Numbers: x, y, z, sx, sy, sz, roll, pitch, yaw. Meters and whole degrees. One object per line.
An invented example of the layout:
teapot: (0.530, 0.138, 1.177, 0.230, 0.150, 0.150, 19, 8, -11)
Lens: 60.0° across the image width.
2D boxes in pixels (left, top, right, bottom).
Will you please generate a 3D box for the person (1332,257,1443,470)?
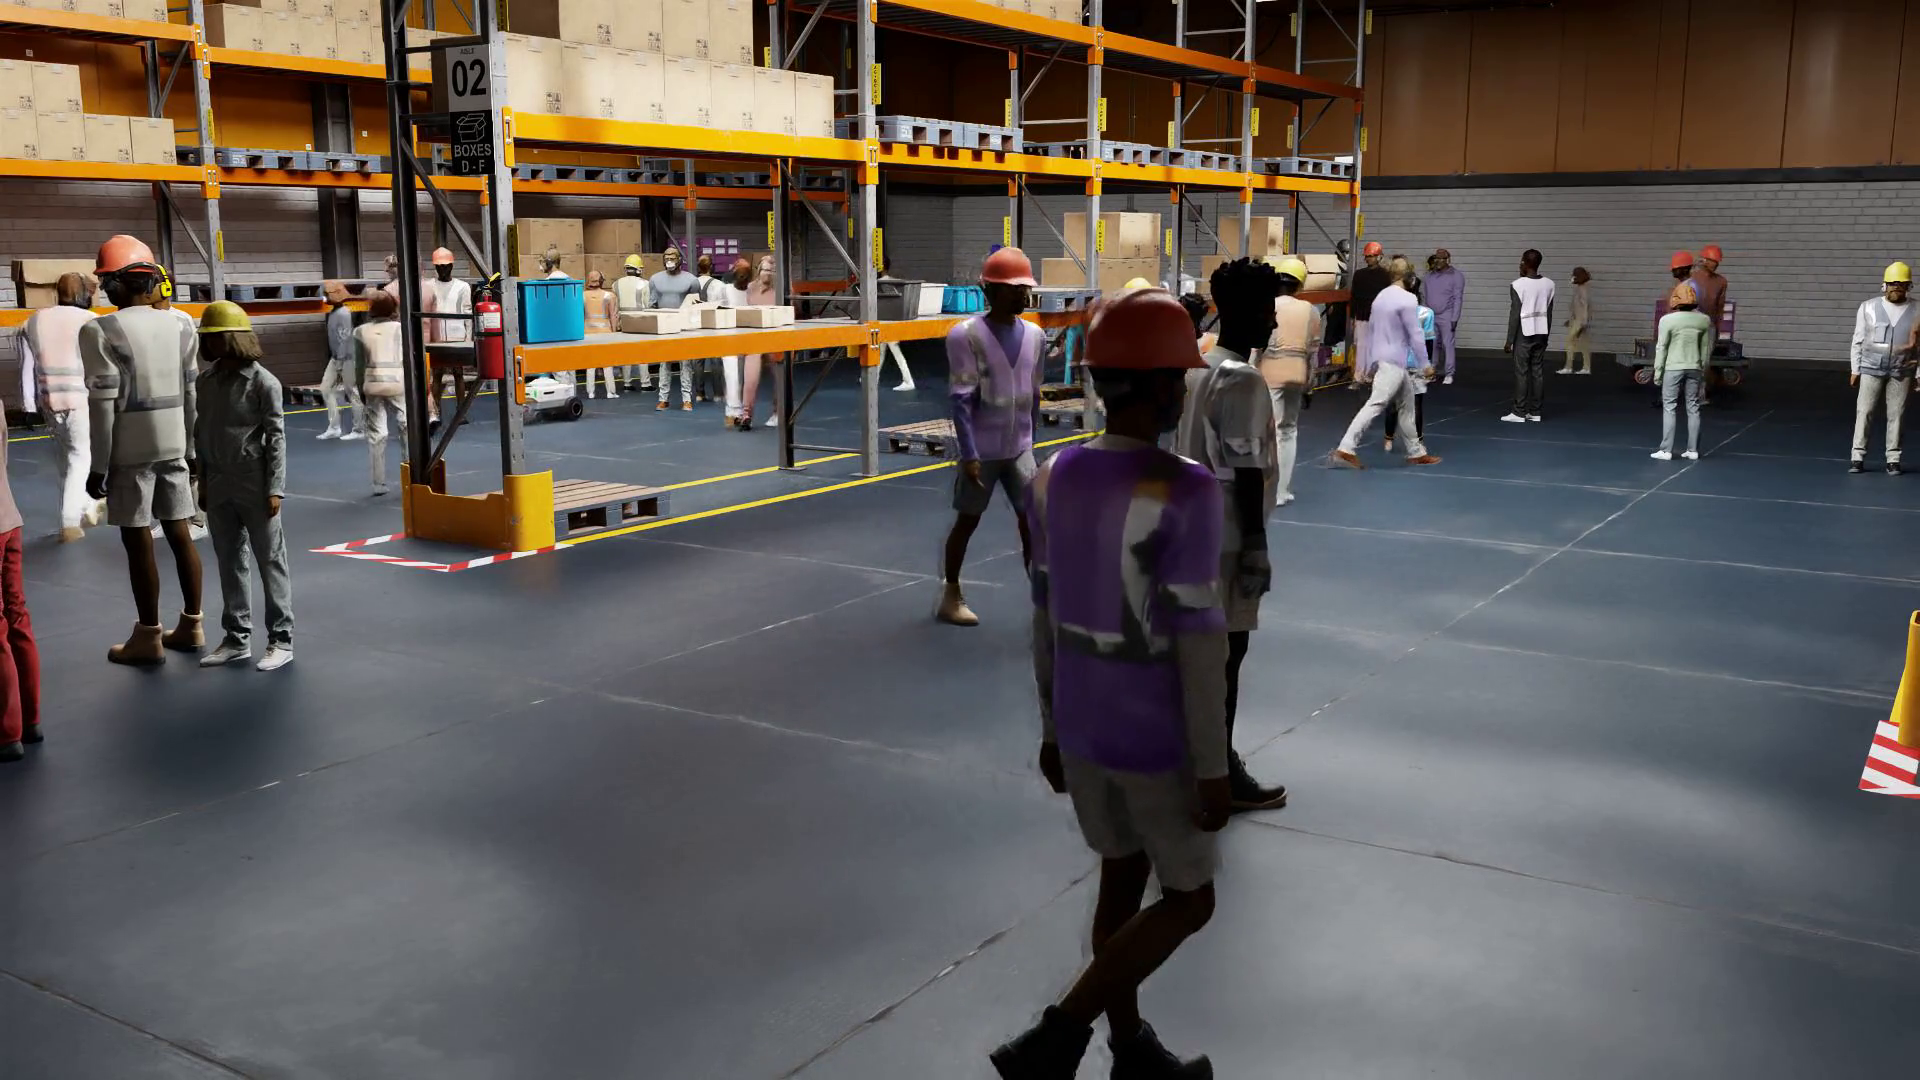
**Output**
person: (3.783, -1.554, 14.706, 1.050, 1.891, 0.637, -1, 10, -6)

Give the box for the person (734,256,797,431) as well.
person: (-2.083, -2.089, 17.743, 0.663, 1.845, 1.011, 3, 11, 17)

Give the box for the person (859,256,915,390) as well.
person: (-1.013, -2.935, 22.558, 1.011, 1.806, 0.541, 7, 13, 35)

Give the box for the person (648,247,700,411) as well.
person: (-3.384, -2.492, 19.719, 0.627, 1.941, 0.370, 0, 10, 2)

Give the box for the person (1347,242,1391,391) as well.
person: (5.527, -3.001, 22.385, 0.612, 1.995, 0.382, 7, 12, 33)

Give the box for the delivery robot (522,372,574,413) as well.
delivery robot: (-4.619, -1.623, 18.481, 0.477, 0.478, 0.707, 5, 11, 26)

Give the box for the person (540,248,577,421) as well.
person: (-4.516, -2.300, 18.659, 0.353, 1.936, 0.635, 1, 10, 4)

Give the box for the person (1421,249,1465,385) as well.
person: (6.748, -3.136, 23.404, 0.398, 1.900, 0.645, -9, 14, -41)

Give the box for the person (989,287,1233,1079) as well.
person: (0.337, 0.412, 3.670, 0.629, 1.925, 0.558, -7, 13, -36)

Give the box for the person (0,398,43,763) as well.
person: (-3.825, -0.006, 6.433, 0.329, 1.765, 0.526, -1, 10, -8)

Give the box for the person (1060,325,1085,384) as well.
person: (1.517, -2.627, 20.720, 0.562, 1.847, 0.390, 1, 10, 3)

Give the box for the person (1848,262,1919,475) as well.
person: (8.018, -1.474, 14.371, 0.588, 1.835, 0.403, 5, 11, 25)

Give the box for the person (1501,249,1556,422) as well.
person: (6.342, -2.269, 18.537, 0.590, 1.922, 0.392, -5, 11, -24)

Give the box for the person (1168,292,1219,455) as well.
person: (1.555, -0.820, 11.163, 0.571, 1.667, 0.454, 6, 12, 30)

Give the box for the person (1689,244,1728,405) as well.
person: (9.113, -2.660, 20.560, 0.630, 1.972, 0.661, -1, 10, -3)

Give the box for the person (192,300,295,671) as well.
person: (-3.404, -0.251, 7.847, 0.487, 1.744, 0.297, 3, 11, 17)

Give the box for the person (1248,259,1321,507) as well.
person: (2.429, -1.195, 12.726, 0.715, 1.878, 0.501, -4, 11, -20)

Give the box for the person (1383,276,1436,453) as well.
person: (4.237, -1.661, 15.793, 0.529, 1.694, 0.321, 5, 11, 24)

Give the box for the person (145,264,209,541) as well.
person: (-5.329, -0.911, 11.178, 0.531, 1.860, 0.318, 5, 12, 27)

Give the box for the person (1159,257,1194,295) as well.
person: (3.337, -3.520, 25.795, 0.604, 1.809, 0.584, 0, 10, 1)

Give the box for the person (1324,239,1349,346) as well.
person: (6.159, -3.809, 26.736, 0.682, 2.000, 0.536, -9, 13, -40)

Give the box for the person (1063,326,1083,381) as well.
person: (1.543, -2.772, 21.343, 0.587, 1.919, 0.404, 10, 14, 44)

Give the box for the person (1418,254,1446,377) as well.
person: (7.029, -3.362, 24.898, 0.503, 1.824, 0.993, -2, 10, -12)

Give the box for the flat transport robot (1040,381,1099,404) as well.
flat transport robot: (1.290, -1.828, 20.662, 0.652, 0.197, 1.431, 9, 14, 41)

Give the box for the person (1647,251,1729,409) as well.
person: (8.734, -2.494, 19.851, 0.798, 1.905, 0.566, 1, 10, 5)

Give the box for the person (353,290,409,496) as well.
person: (-4.521, -1.157, 13.164, 0.538, 1.634, 0.345, 0, 10, 2)

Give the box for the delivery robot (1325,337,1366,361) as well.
delivery robot: (5.864, -2.847, 25.263, 0.707, 0.478, 0.477, -7, 12, -34)

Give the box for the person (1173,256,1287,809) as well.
person: (0.960, -0.027, 5.996, 0.374, 1.963, 0.608, -2, 10, -11)

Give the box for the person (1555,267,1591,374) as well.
person: (9.252, -3.290, 25.064, 0.663, 1.612, 0.520, 2, 10, 12)

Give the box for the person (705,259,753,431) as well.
person: (-2.394, -2.078, 17.767, 0.653, 1.813, 1.012, -5, 11, -25)

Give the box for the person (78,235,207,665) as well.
person: (-3.926, -0.425, 7.980, 0.373, 2.043, 0.615, 5, 11, 24)

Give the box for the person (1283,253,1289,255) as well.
person: (5.303, -3.783, 27.025, 0.584, 1.883, 0.337, -3, 11, -15)

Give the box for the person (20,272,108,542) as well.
person: (-6.017, -0.924, 11.434, 0.643, 1.796, 0.921, 1, 10, 3)

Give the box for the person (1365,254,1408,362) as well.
person: (6.519, -3.433, 25.288, 0.625, 1.819, 0.628, 5, 11, 25)

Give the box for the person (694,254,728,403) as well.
person: (-3.134, -2.627, 20.727, 0.506, 1.847, 0.345, 3, 11, 17)

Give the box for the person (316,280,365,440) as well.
person: (-6.312, -1.797, 16.745, 0.584, 1.609, 0.528, -8, 13, -36)

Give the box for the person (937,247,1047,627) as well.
person: (0.208, -0.478, 8.453, 0.613, 1.990, 1.072, -6, 12, -30)

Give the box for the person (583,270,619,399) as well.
person: (-4.606, -2.602, 21.163, 0.515, 1.639, 0.314, 1, 10, 4)

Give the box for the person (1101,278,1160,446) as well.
person: (1.201, -0.902, 11.391, 0.525, 1.769, 0.309, 5, 12, 27)

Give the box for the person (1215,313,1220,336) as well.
person: (4.126, -3.595, 26.099, 0.429, 1.846, 0.625, 0, 10, 1)

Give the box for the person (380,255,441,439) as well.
person: (-5.590, -1.939, 16.828, 0.426, 1.878, 0.681, 7, 12, 33)

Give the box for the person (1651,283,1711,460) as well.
person: (6.666, -1.550, 15.380, 0.498, 1.626, 0.289, -1, 10, -6)

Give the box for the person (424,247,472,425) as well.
person: (-5.621, -2.223, 18.230, 0.542, 1.939, 0.368, -3, 11, -14)

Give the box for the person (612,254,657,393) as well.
person: (-4.296, -2.857, 22.041, 0.600, 1.829, 0.404, 3, 11, 18)

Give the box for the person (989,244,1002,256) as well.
person: (0.711, -4.388, 30.224, 0.401, 1.939, 0.604, 6, 12, 30)
